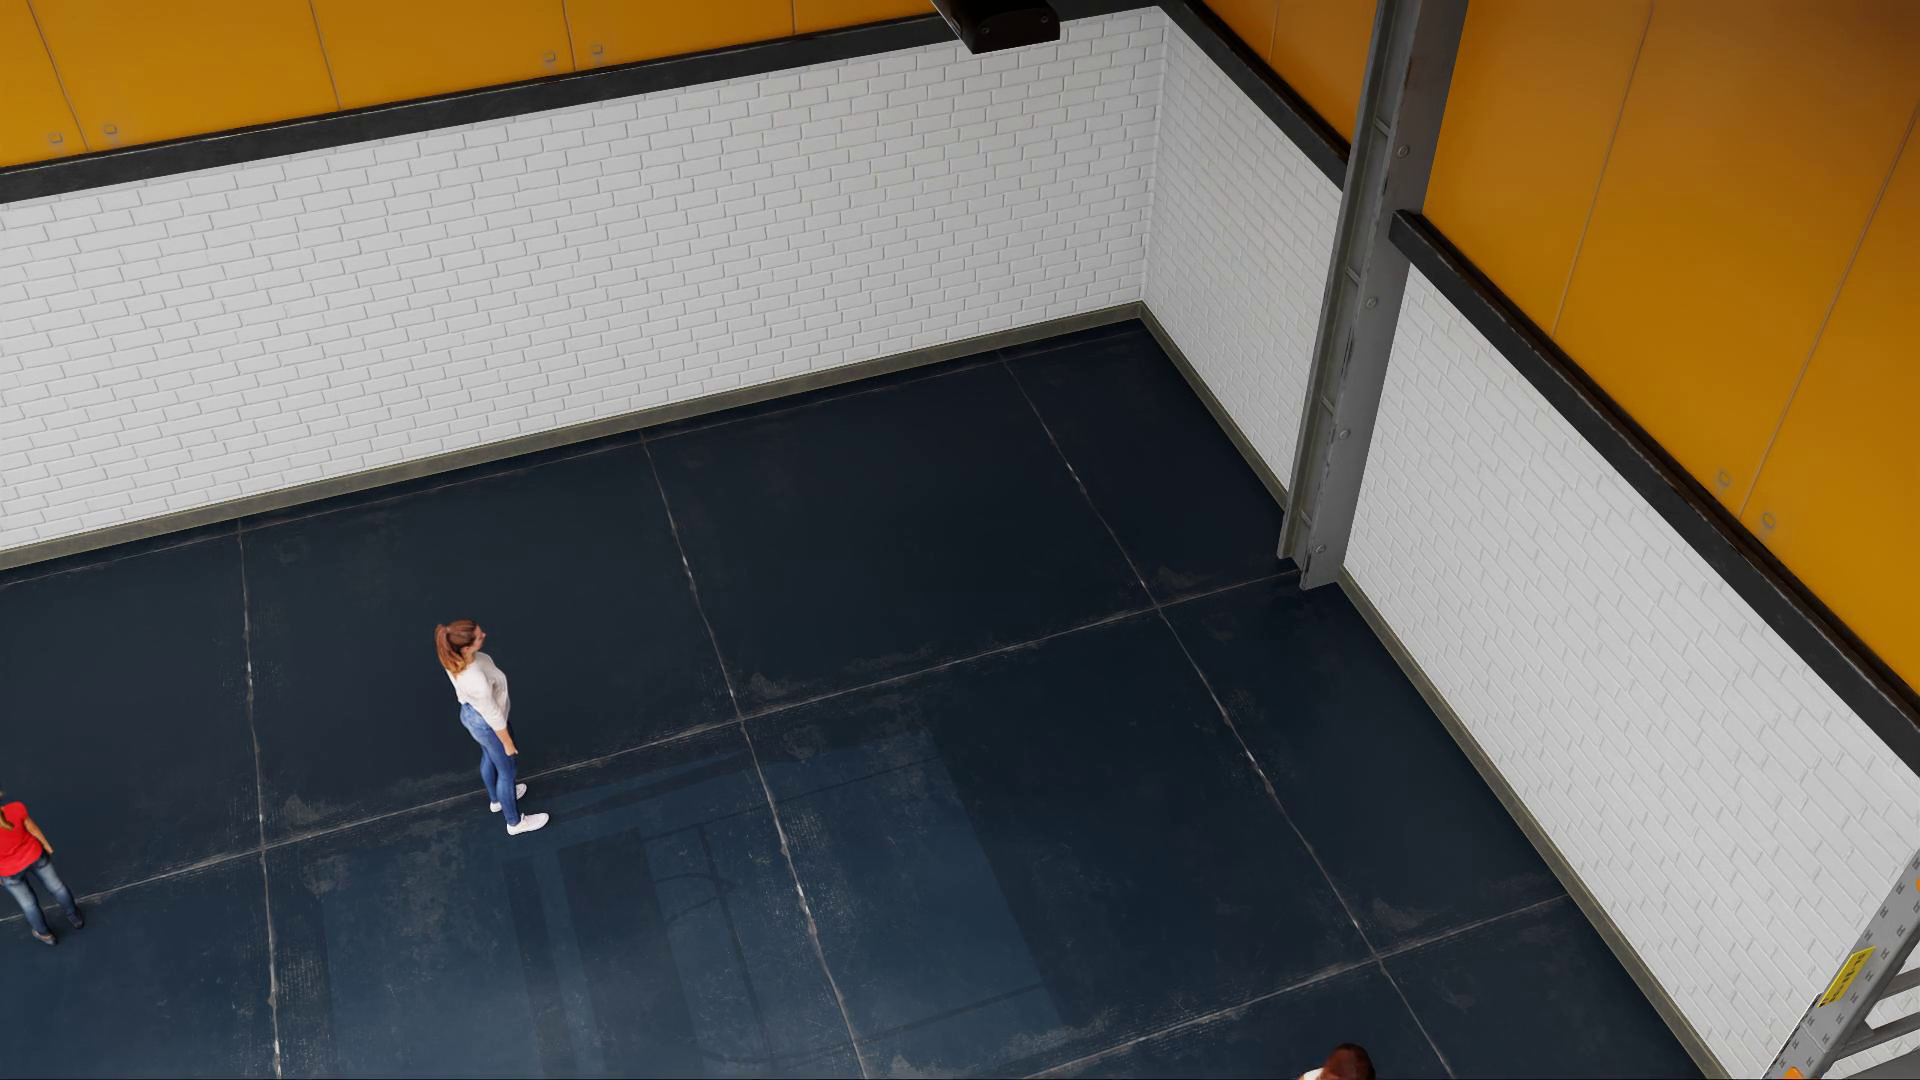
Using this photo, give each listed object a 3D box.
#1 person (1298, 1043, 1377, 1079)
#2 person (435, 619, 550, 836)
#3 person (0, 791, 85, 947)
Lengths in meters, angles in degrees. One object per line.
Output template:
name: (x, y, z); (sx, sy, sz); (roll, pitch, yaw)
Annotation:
person: (1.705, 2.771, 7.933); (0.775, 1.766, 0.844); (4, 44, 4)
person: (-2.768, 1.076, 9.745); (0.732, 1.719, 0.567); (-28, 50, -26)
person: (-5.234, 1.794, 9.290); (0.584, 1.308, 0.545); (31, 52, 28)
